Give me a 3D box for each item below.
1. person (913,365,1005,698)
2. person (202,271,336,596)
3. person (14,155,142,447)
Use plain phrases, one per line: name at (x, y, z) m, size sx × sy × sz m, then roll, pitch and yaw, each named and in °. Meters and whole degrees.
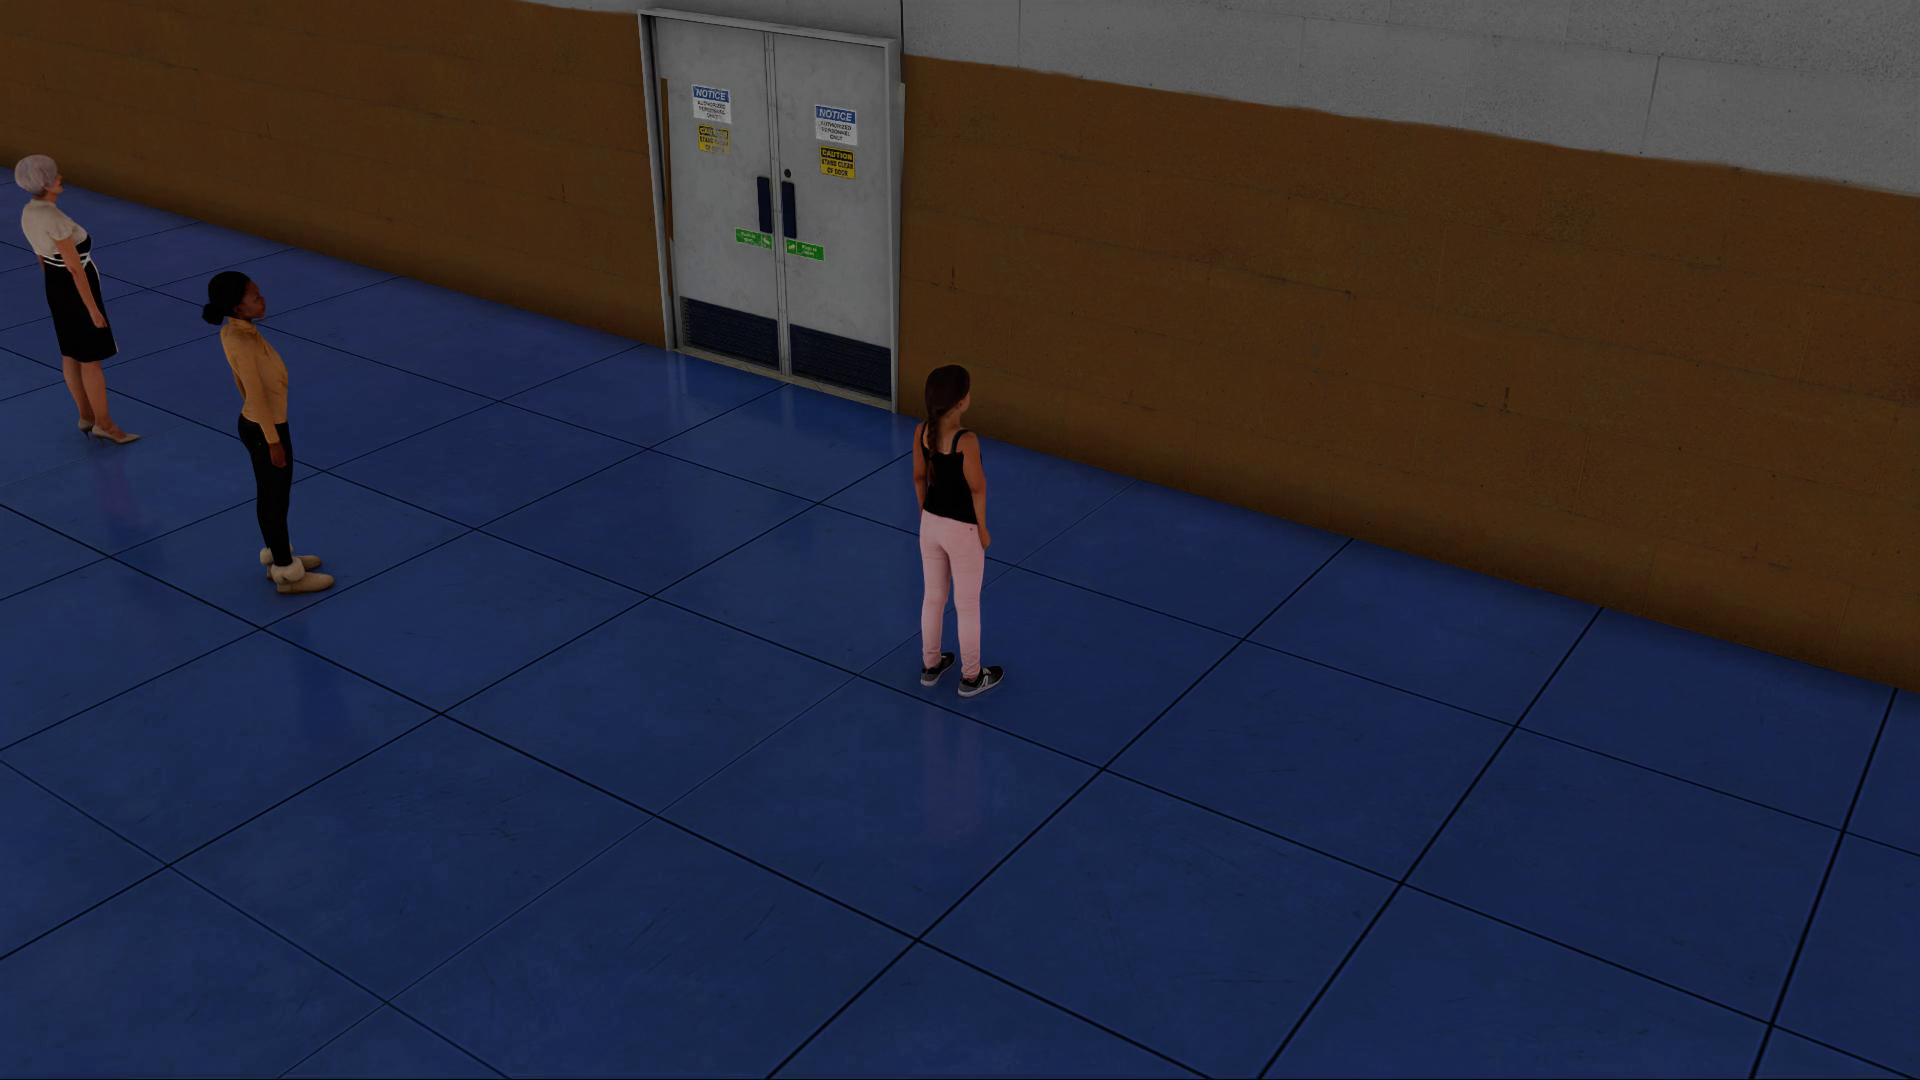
person at (-0.036, -0.041, 7.358) m, size 0.516 × 1.566 × 0.500 m, roll 18°, pitch 32°, yaw 31°
person at (-3.445, -0.532, 8.222) m, size 0.695 × 1.659 × 0.680 m, roll -14°, pitch 30°, yaw -26°
person at (-5.250, -1.399, 9.825) m, size 0.636 × 1.756 × 0.548 m, roll 21°, pitch 34°, yaw 35°
